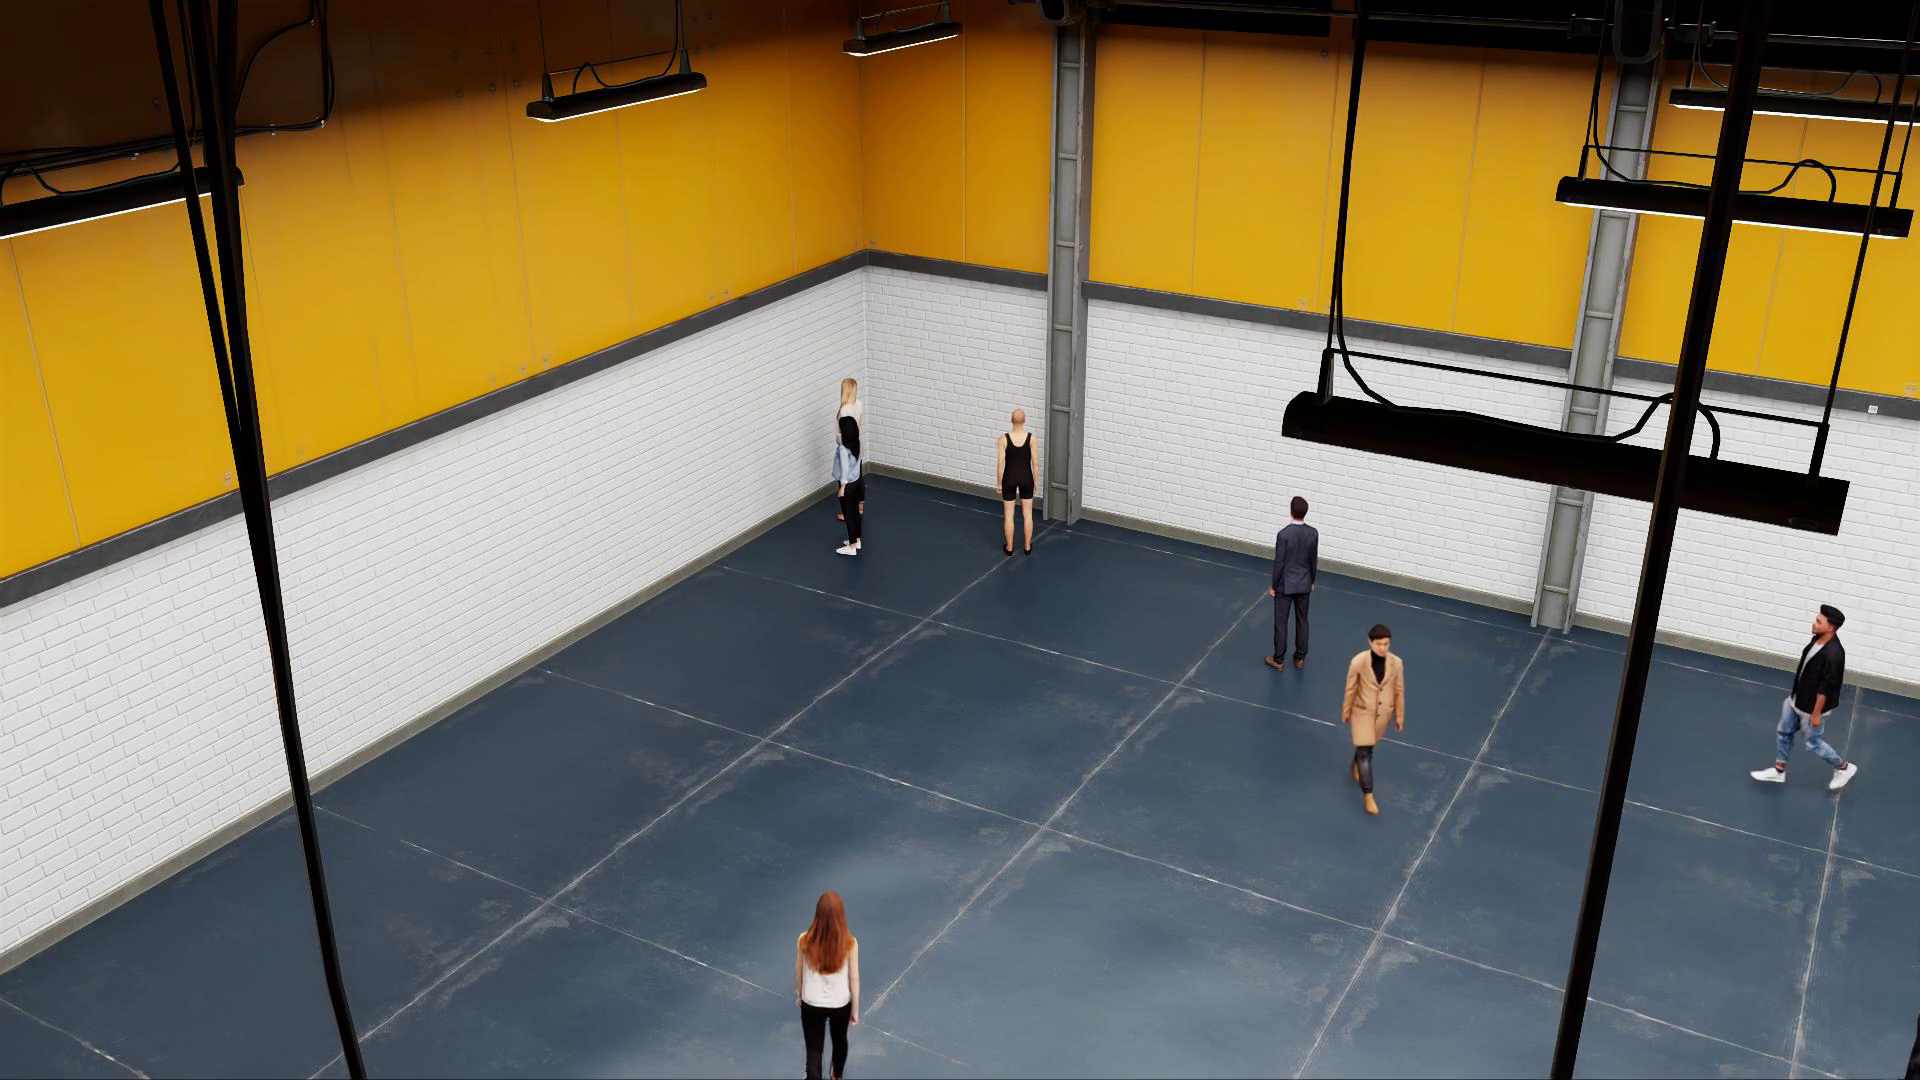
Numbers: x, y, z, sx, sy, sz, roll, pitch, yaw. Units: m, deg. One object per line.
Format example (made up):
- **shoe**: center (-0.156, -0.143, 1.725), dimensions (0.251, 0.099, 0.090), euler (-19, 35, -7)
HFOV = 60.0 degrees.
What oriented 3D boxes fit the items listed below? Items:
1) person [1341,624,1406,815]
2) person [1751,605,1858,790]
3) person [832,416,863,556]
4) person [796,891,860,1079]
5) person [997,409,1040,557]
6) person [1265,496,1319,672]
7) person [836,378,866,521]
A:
- **person**: center (3.647, 1.496, 14.800), dimensions (1.146, 1.681, 1.116), euler (-2, 24, -4)
- **person**: center (7.684, 1.437, 14.808), dimensions (1.188, 1.783, 0.962), euler (3, 24, 7)
- **person**: center (-1.312, -0.659, 19.692), dimensions (0.614, 1.711, 0.642), euler (7, 25, 16)
- **person**: center (-0.890, 3.130, 11.037), dimensions (1.046, 1.701, 0.986), euler (-1, 24, -1)
- **person**: center (0.681, -0.684, 19.617), dimensions (0.657, 1.816, 0.770), euler (-2, 24, -4)
- **person**: center (3.393, 0.440, 16.982), dimensions (0.736, 1.867, 0.795), euler (-6, 24, -14)
- **person**: center (-1.342, -1.133, 20.632), dimensions (0.546, 1.827, 0.622), euler (10, 26, 23)
